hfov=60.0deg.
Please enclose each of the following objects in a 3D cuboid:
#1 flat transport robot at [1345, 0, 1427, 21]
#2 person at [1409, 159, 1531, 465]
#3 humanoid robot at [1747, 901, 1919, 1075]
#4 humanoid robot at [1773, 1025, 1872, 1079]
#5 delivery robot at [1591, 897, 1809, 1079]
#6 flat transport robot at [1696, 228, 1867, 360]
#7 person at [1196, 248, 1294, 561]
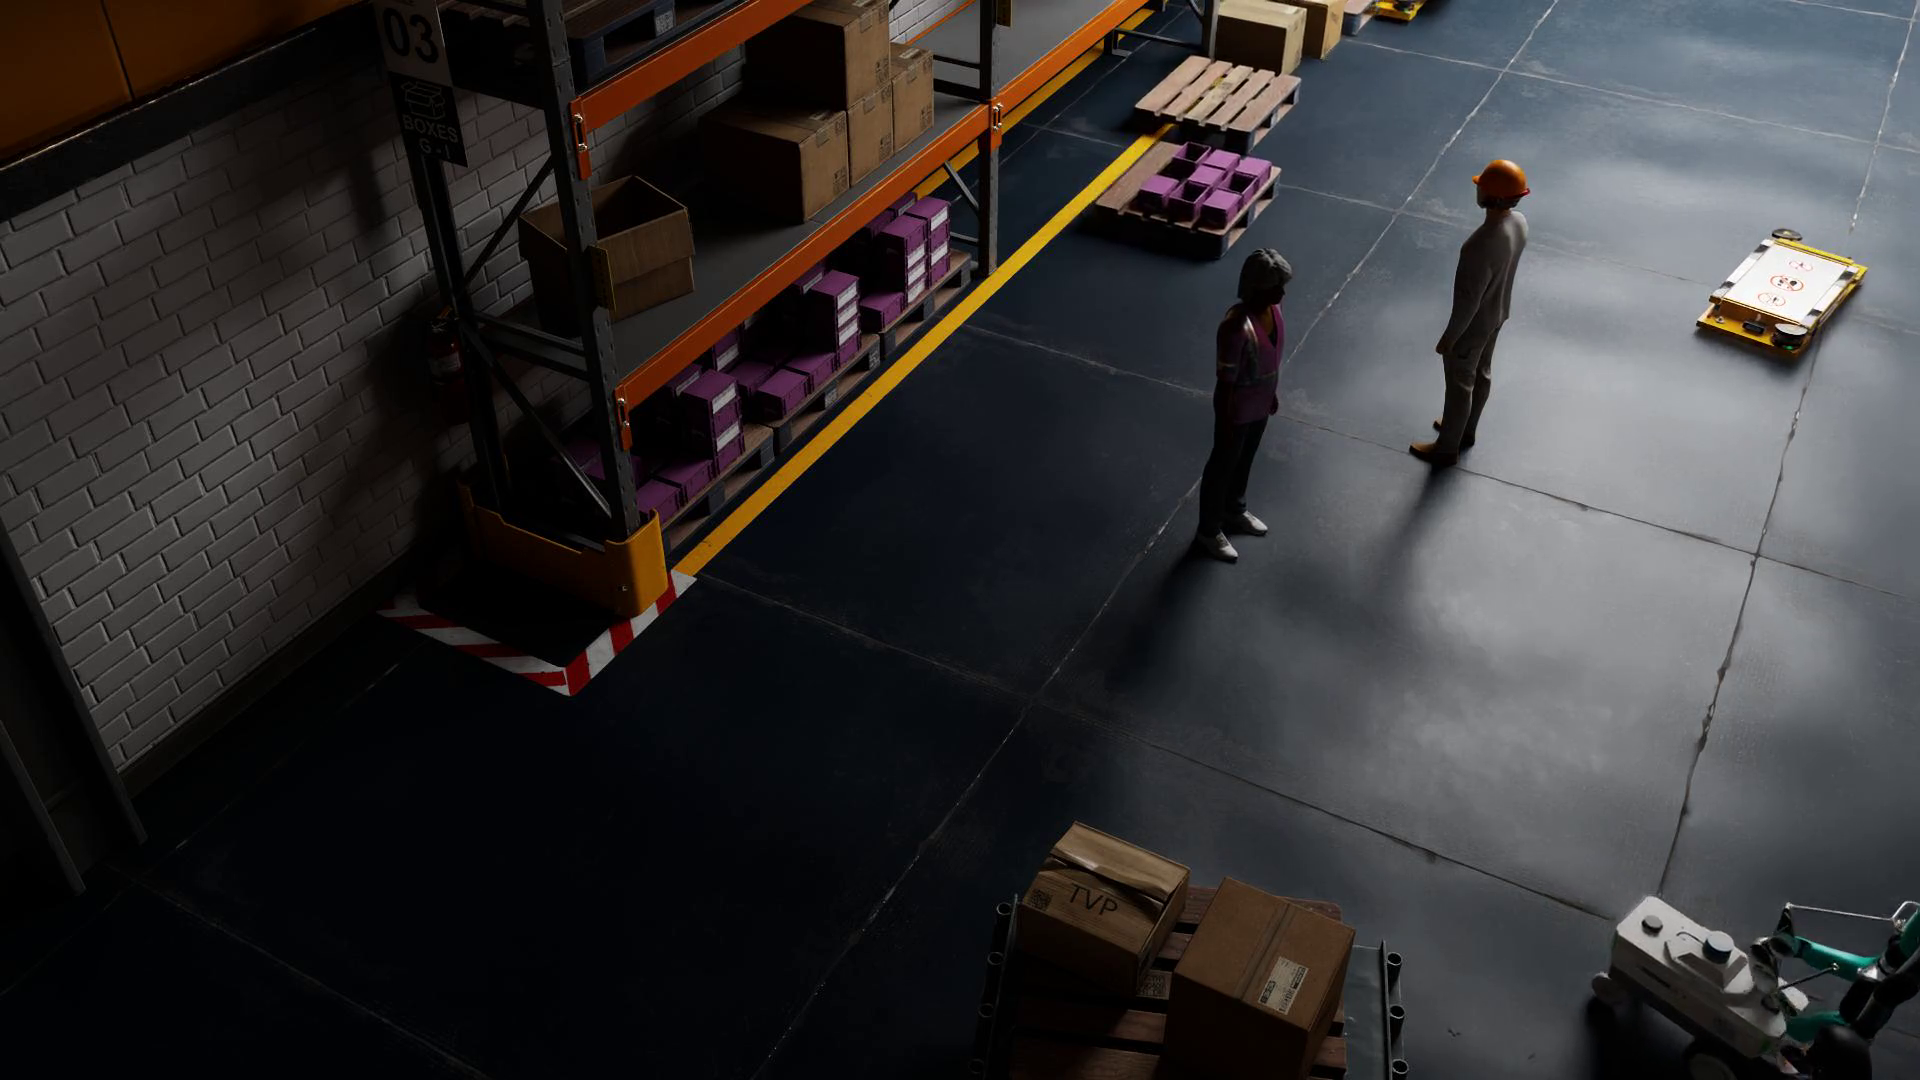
[{"bbox_3d":[4.212,-5.328,15.880,0.659,0.231,1.431,20,43,23],"label":"flat transport robot"},{"bbox_3d":[2.954,-1.291,9.534,0.356,1.896,0.558,29,47,31],"label":"person"},{"bbox_3d":[3.281,1.553,6.095,0.546,1.739,0.965,-30,47,-32],"label":"humanoid robot"},{"bbox_3d":[2.590,2.127,5.438,0.601,1.645,0.465,2,39,2],"label":"humanoid robot"},{"bbox_3d":[3.011,1.830,6.717,0.499,0.612,0.801,-29,47,-31],"label":"delivery robot"},{"bbox_3d":[5.623,-1.691,11.333,0.659,0.231,1.431,28,46,30],"label":"flat transport robot"},{"bbox_3d":[1.520,-0.729,8.872,0.319,1.843,0.501,26,46,29],"label":"person"}]
